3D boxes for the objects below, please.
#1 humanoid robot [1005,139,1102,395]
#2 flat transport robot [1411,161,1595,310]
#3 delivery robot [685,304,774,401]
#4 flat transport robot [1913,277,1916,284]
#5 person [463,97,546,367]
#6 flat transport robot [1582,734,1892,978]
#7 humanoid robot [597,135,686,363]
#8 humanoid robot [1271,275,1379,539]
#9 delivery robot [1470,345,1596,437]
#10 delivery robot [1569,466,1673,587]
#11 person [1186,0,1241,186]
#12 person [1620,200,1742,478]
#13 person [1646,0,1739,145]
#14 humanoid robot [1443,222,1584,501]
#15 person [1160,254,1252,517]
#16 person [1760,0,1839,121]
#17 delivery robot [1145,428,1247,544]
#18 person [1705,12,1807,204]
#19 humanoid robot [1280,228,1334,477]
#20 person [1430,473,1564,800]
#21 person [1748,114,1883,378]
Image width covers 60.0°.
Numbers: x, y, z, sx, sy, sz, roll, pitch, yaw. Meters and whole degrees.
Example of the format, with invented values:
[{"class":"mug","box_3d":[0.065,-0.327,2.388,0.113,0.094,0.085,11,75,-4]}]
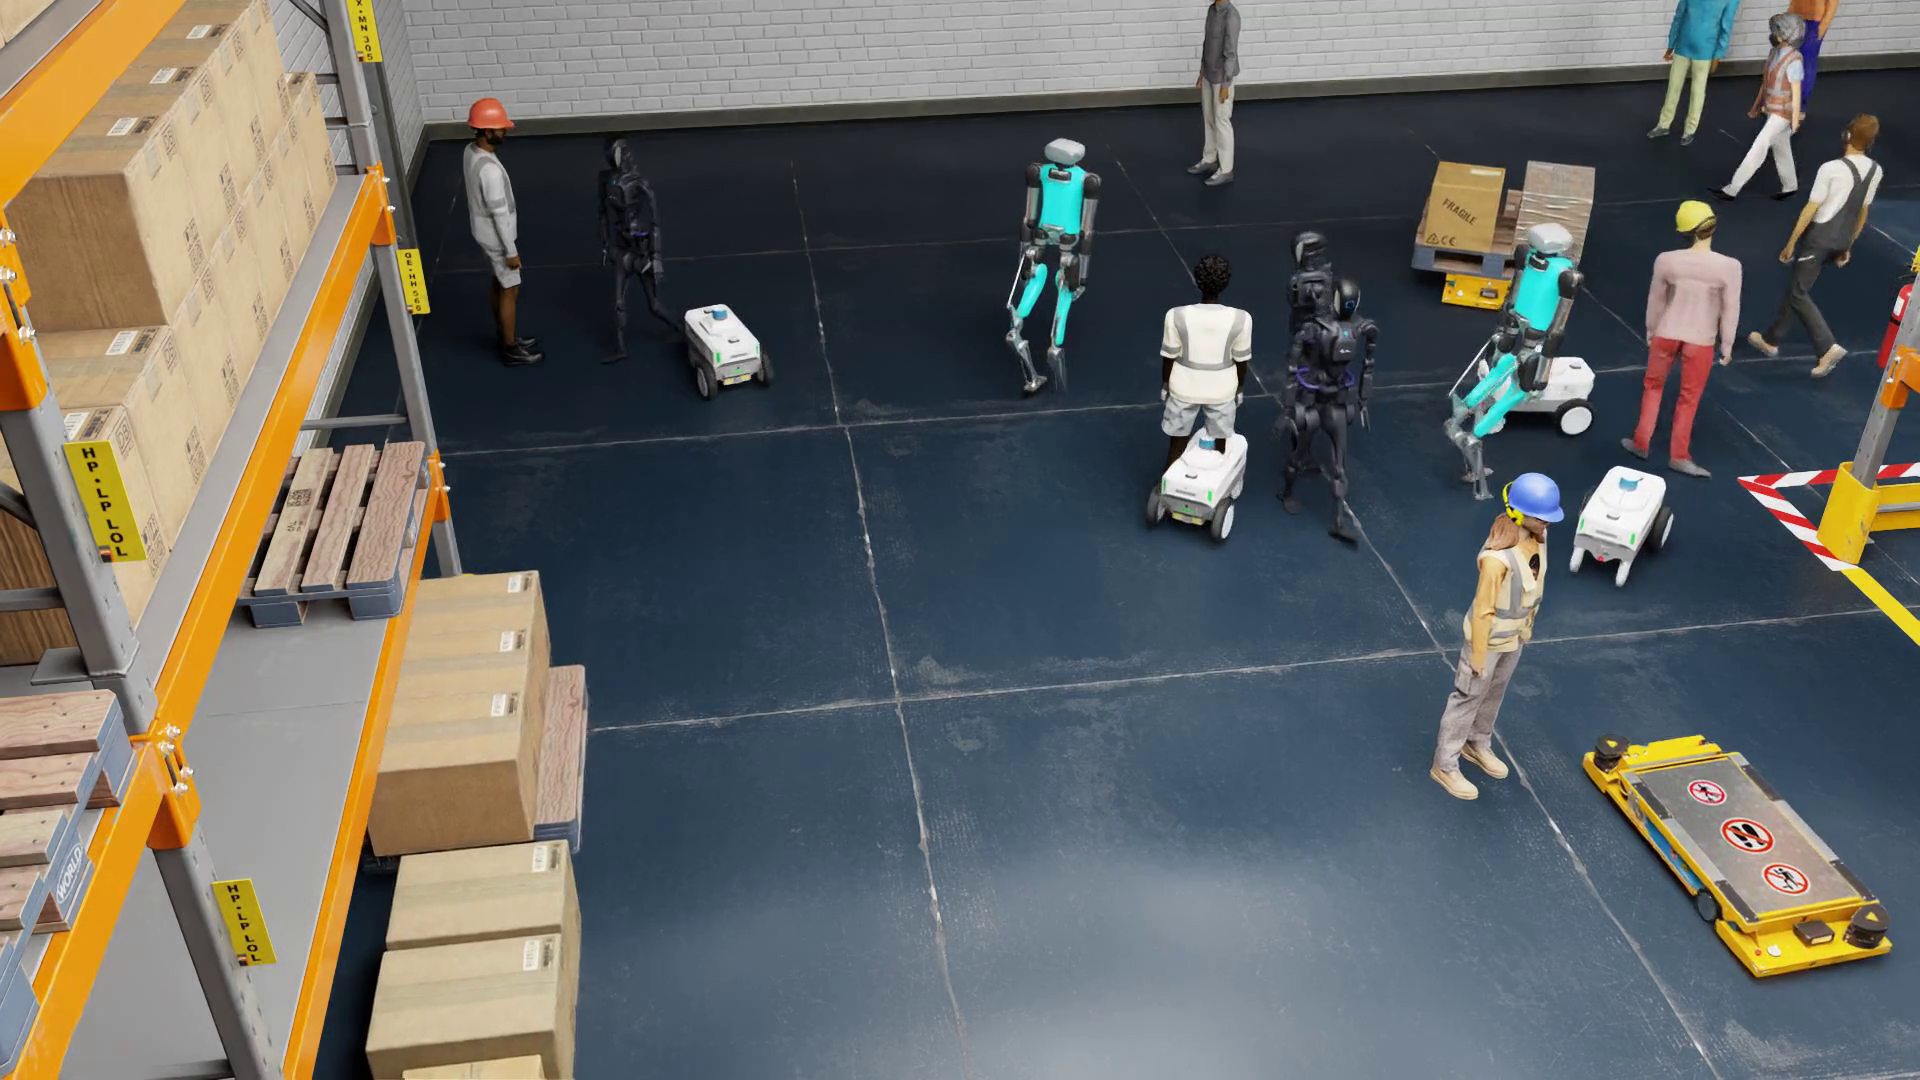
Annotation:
[{"class":"humanoid robot","box_3d":[0.559,-1.693,11.182,0.535,1.855,0.795,15,36,22]},{"class":"flat transport robot","box_3d":[4.239,-2.194,13.214,0.659,0.231,1.431,11,35,16]},{"class":"delivery robot","box_3d":[-1.664,-1.364,11.669,0.499,0.581,0.774,-15,36,-22]},{"class":"flat transport robot","box_3d":[7.943,-1.705,12.465,0.659,0.231,1.431,-16,37,-23]},{"class":"person","box_3d":[-3.199,-2.136,11.613,0.390,1.927,0.548,-16,37,-23]},{"class":"flat transport robot","box_3d":[3.567,1.396,7.713,0.659,0.231,1.431,-7,34,-11]},{"class":"humanoid robot","box_3d":[-2.305,-2.061,11.778,0.610,1.661,0.698,20,38,28]},{"class":"humanoid robot","box_3d":[2.157,-0.779,9.781,0.609,1.627,0.714,-7,34,-11]},{"class":"delivery robot","box_3d":[3.848,-1.018,11.146,0.793,0.590,0.499,-2,33,-2]},{"class":"delivery robot","box_3d":[3.886,-0.127,9.791,0.499,0.601,0.798,20,38,27]},{"class":"person","box_3d":[2.290,-4.085,14.635,0.385,1.889,0.534,-10,35,-16]},{"class":"person","box_3d":[4.616,-1.245,10.433,0.691,1.721,0.339,24,40,32]},{"class":"person","box_3d":[6.848,-4.585,15.522,0.345,1.746,0.571,-26,41,-34]},{"class":"humanoid robot","box_3d":[3.255,-1.034,10.081,0.675,1.774,0.532,-11,35,-17]},{"class":"person","box_3d":[1.447,-0.889,9.916,0.535,1.691,0.319,3,33,5]},{"class":"person","box_3d":[8.185,-5.048,16.037,0.405,1.972,0.519,-11,35,-17]},{"class":"delivery robot","box_3d":[1.490,-0.385,10.158,0.499,0.569,0.749,15,36,22]},{"class":"person","box_3d":[6.965,-3.657,14.185,0.878,1.633,0.472,1,33,1]},{"class":"humanoid robot","box_3d":[2.181,-1.161,10.345,0.381,1.642,0.598,-3,33,-4]},{"class":"person","box_3d":[2.537,0.446,7.798,0.458,1.768,0.329,-28,43,-36]},{"class":"person","box_3d":[6.064,-2.023,11.552,0.565,1.803,0.800,-13,35,-19]}]
